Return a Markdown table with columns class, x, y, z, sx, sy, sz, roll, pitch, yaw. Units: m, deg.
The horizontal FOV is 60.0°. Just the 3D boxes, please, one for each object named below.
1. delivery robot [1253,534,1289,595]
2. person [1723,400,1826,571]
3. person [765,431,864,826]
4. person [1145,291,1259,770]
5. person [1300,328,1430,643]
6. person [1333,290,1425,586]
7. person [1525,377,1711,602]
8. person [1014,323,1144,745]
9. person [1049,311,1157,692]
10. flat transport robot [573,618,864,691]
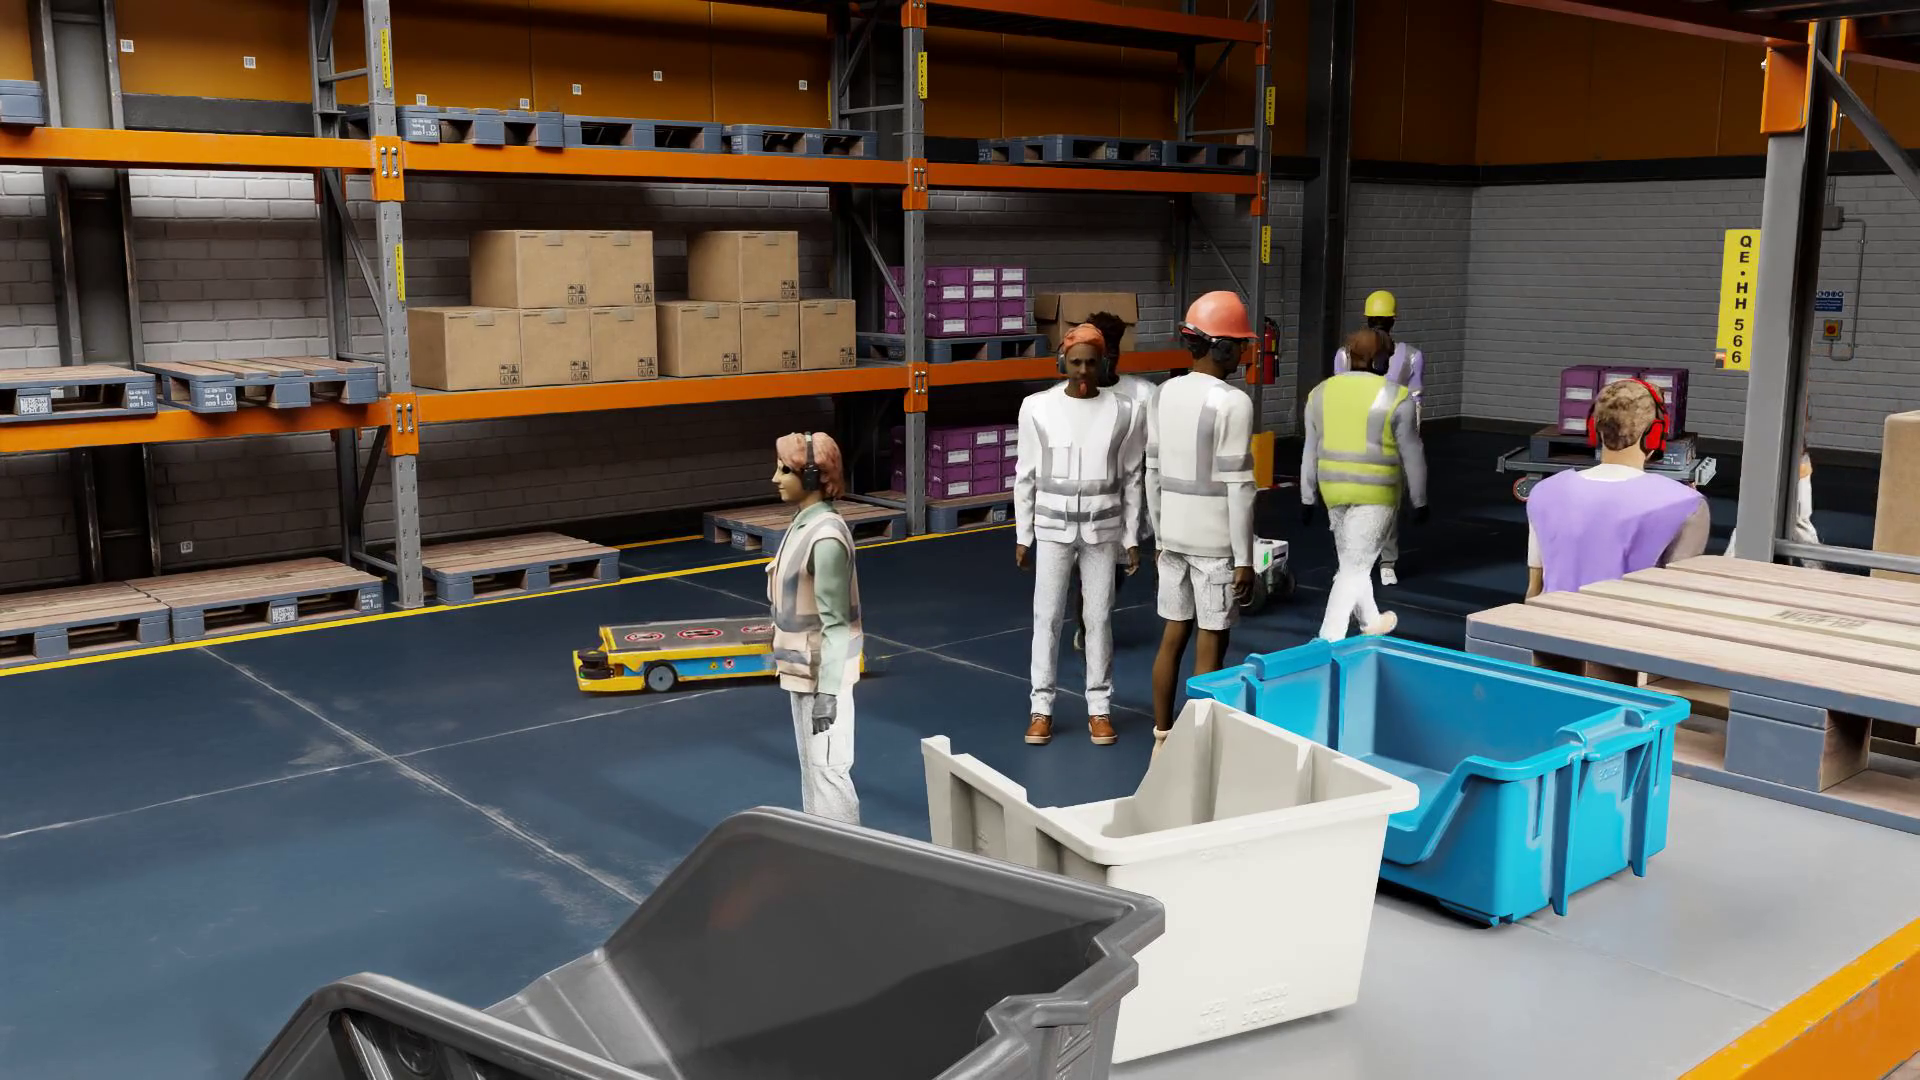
| class | x | y | z | sx | sy | sz | roll | pitch | yaw |
| --- | --- | --- | --- | --- | --- | --- | --- | --- | --- |
| delivery robot | 1.650 | 0.091 | 10.278 | 0.707 | 0.478 | 0.477 | 7 | 12 | 35 |
| person | 5.088 | -0.401 | 10.382 | 0.878 | 1.591 | 0.543 | -2 | 10 | -11 |
| person | -0.470 | 0.460 | 5.437 | 0.307 | 1.639 | 0.525 | -3 | 10 | -15 |
| person | 1.023 | 0.000 | 6.879 | 0.394 | 2.042 | 0.611 | -6 | 12 | -29 |
| person | 2.178 | -0.233 | 8.914 | 0.983 | 1.782 | 0.650 | -10 | 14 | -44 |
| person | 2.721 | -0.662 | 10.907 | 0.588 | 1.930 | 0.363 | 3 | 11 | 18 |
| person | 1.958 | 0.430 | 5.068 | 0.389 | 1.837 | 0.564 | -8 | 13 | -38 |
| person | 0.526 | -0.017 | 7.426 | 0.573 | 1.883 | 0.354 | 0 | 10 | 2 |
| person | 0.713 | -0.237 | 8.592 | 0.615 | 1.917 | 0.911 | -1 | 10 | -3 |
| flat transport robot | -1.267 | 0.571 | 8.648 | 1.431 | 0.197 | 0.652 | -3 | 11 | -16 |
